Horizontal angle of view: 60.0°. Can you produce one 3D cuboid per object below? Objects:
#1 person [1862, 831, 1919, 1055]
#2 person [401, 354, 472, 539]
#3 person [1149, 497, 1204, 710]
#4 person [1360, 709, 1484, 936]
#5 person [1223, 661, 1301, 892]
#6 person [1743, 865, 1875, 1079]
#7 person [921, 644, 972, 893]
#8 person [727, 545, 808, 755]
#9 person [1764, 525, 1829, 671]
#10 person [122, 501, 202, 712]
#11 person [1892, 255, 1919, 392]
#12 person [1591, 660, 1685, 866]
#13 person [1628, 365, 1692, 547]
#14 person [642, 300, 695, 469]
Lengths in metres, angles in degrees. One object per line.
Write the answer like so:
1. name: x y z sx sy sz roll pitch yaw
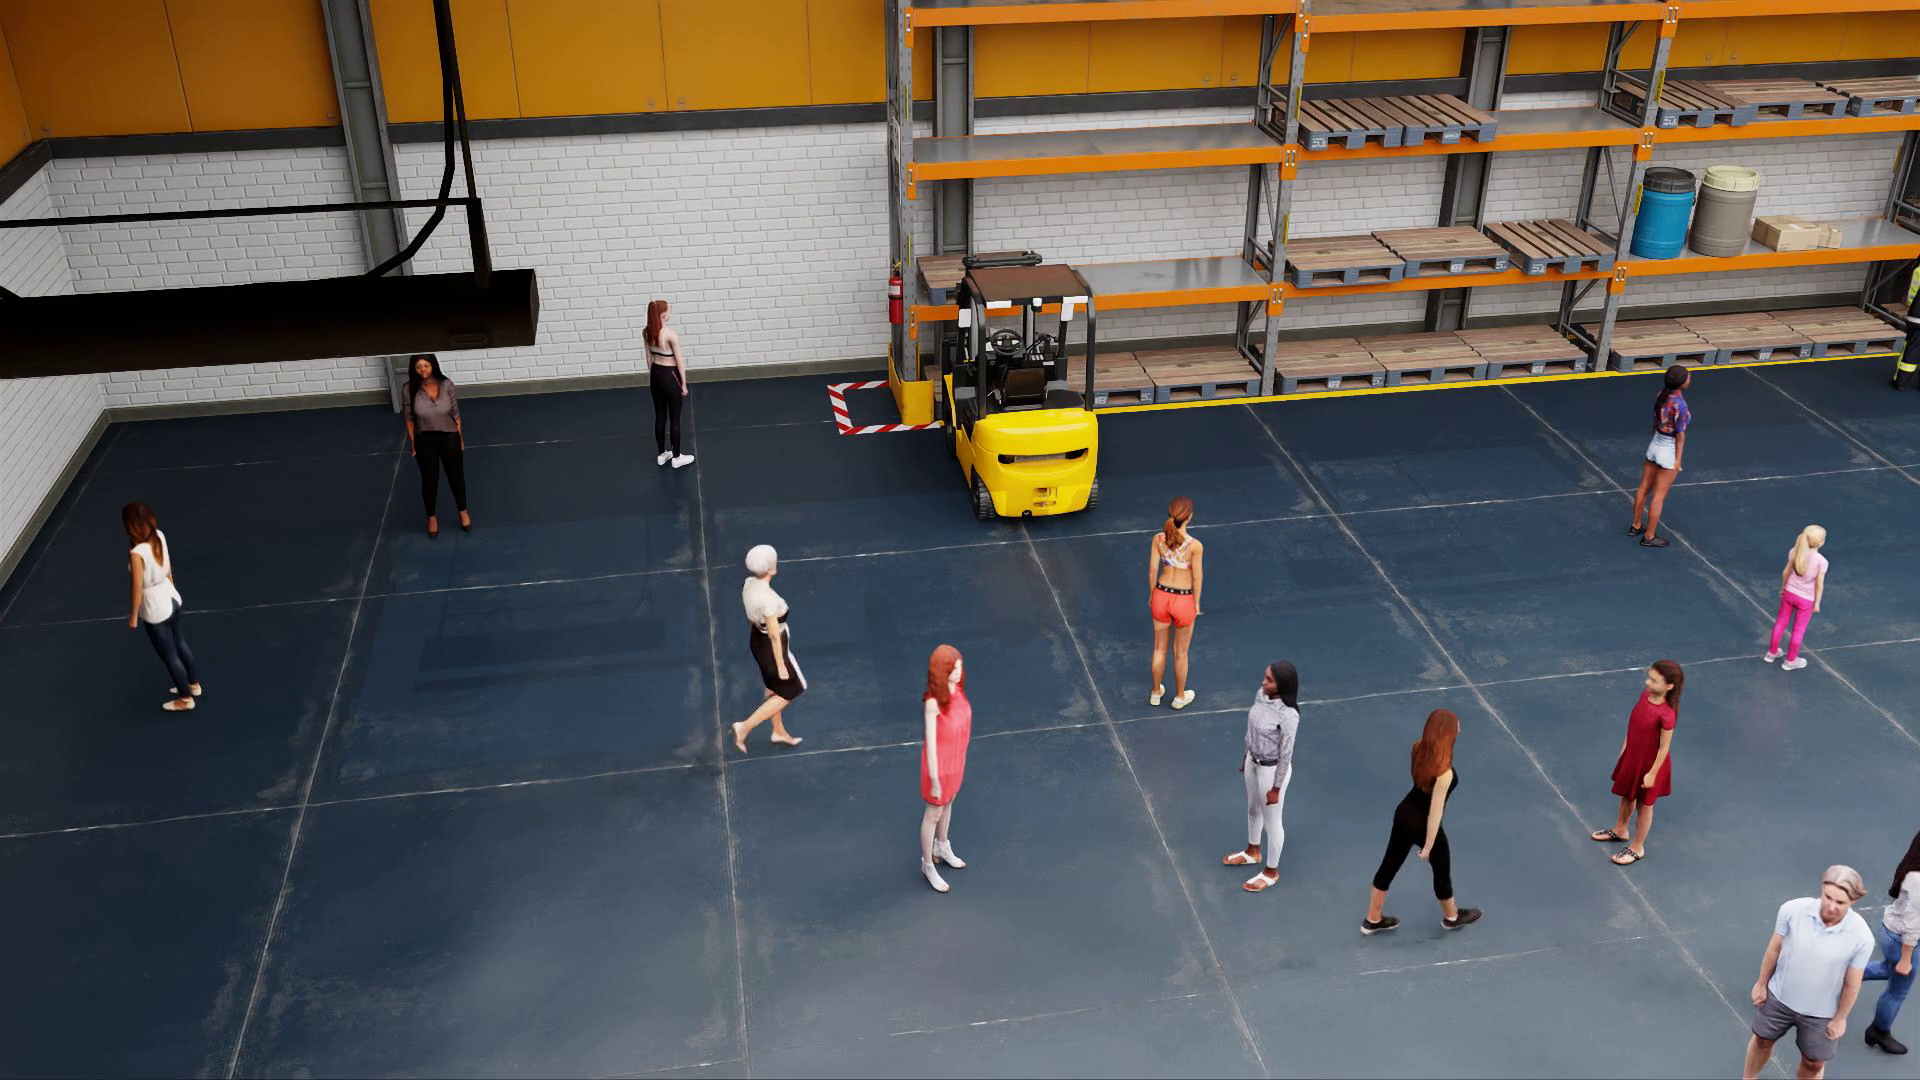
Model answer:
1. person: 5.382 2.291 9.653 0.968 1.613 0.881 15 32 25
2. person: -4.804 -0.899 15.263 0.622 1.841 0.771 -12 31 -21
3. person: 1.642 0.486 12.776 0.646 1.791 0.724 14 31 23
4. person: 2.800 1.812 10.445 1.038 1.695 0.657 -9 30 -16
5. person: 2.022 1.522 10.946 0.570 1.724 0.624 -9 30 -17
6. person: 4.614 2.488 9.067 0.714 1.828 0.755 22 35 34
7. person: -0.108 1.472 10.931 0.705 1.826 0.677 13 31 22
8. person: -1.459 0.854 12.153 0.896 1.741 0.751 -12 31 -20
9. person: 6.761 0.446 13.393 0.606 1.270 0.567 -18 33 -30
10. person: -6.084 0.520 12.723 0.626 1.782 0.656 1 29 2
11. person: 10.678 -2.576 18.189 0.822 1.982 0.929 13 31 22
12. person: 4.625 1.469 11.221 0.603 1.554 0.540 -6 29 -11
13. person: 6.404 -0.783 15.154 0.513 1.742 0.588 -6 29 -11
14. person: -2.941 -1.566 16.588 0.639 1.742 0.719 15 32 26
